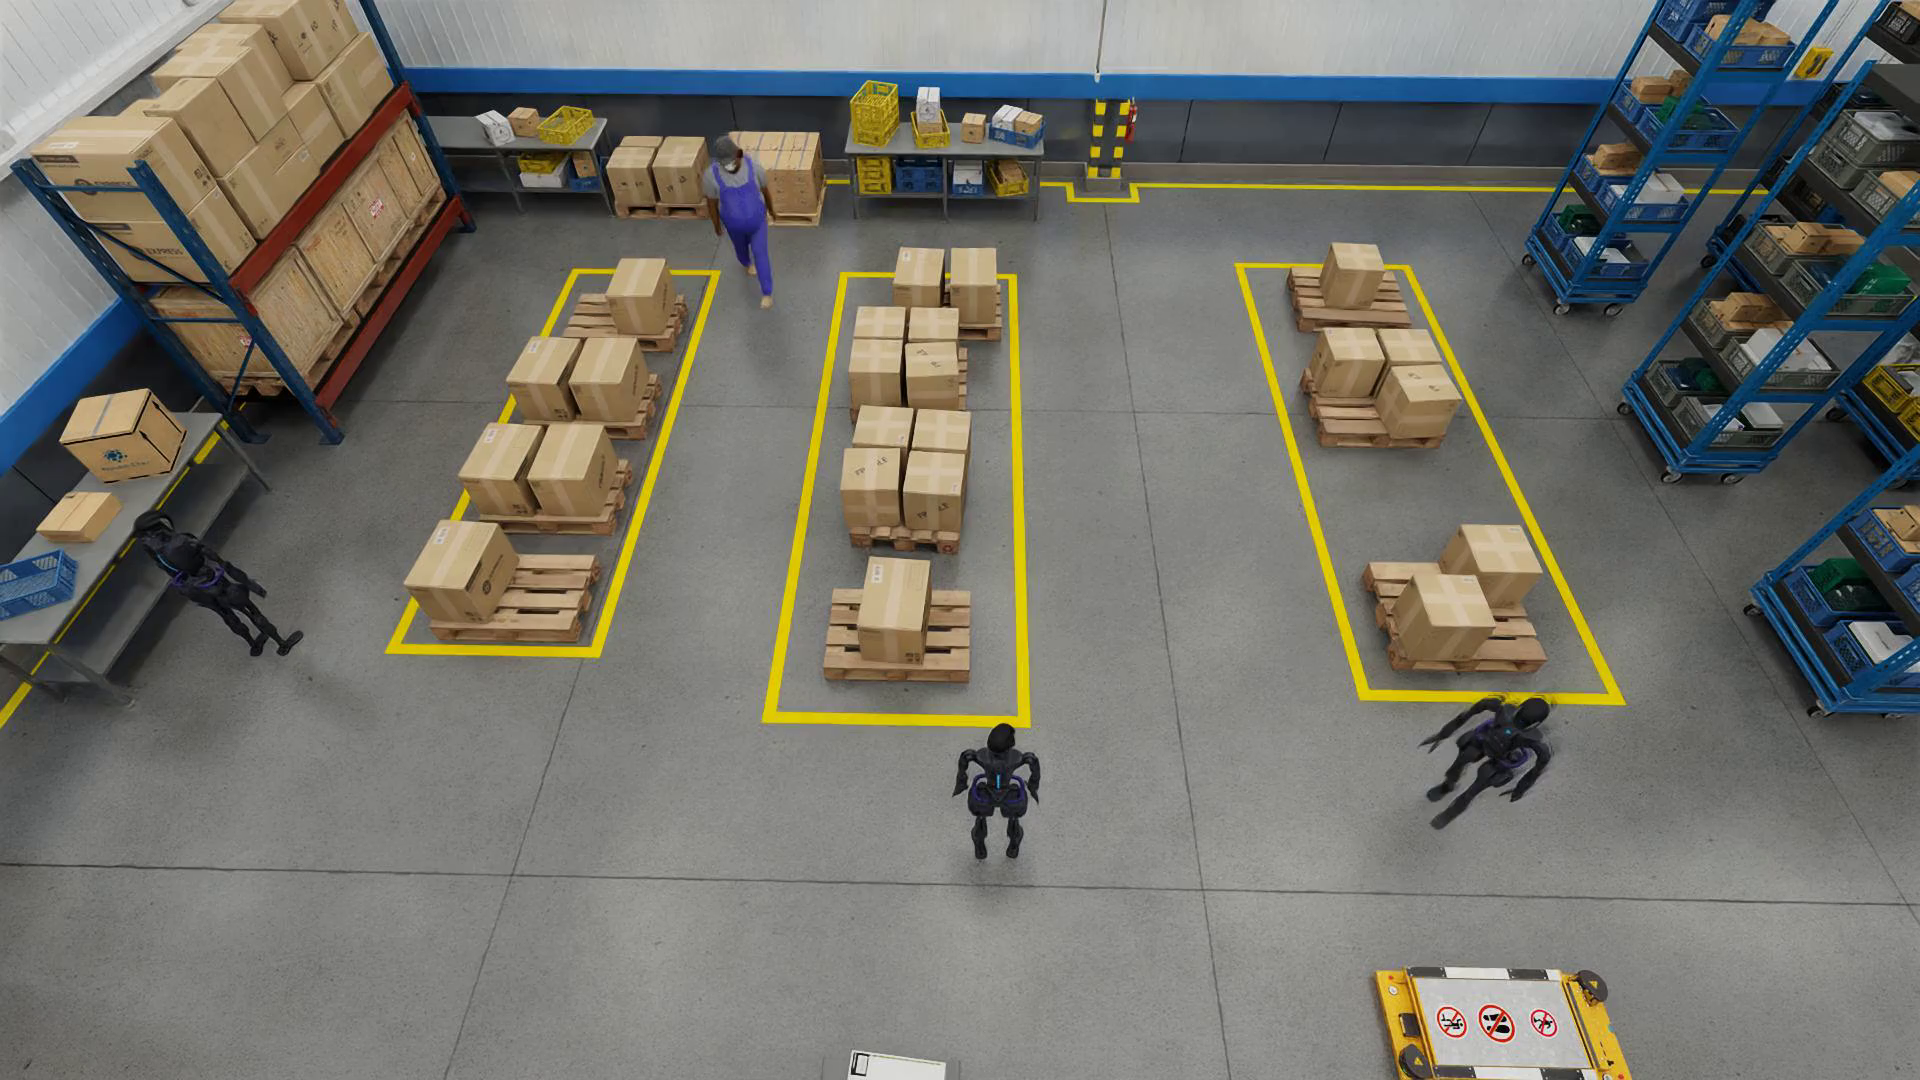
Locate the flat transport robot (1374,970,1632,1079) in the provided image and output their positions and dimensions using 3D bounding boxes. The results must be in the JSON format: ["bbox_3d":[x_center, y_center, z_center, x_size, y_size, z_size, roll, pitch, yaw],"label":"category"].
[{"bbox_3d":[3.501,3.133,5.914,1.431,0.197,0.652,1,51,1],"label":"flat transport robot"}]

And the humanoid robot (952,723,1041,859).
[{"bbox_3d":[0.244,1.703,6.181,0.603,1.654,0.318,3,51,2],"label":"humanoid robot"}]

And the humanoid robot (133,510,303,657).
[{"bbox_3d":[-5.930,0.357,7.278,0.603,1.654,0.318,3,51,2],"label":"humanoid robot"}]

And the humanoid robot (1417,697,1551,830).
[{"bbox_3d":[3.604,1.515,6.345,0.585,1.634,0.621,-21,54,-16],"label":"humanoid robot"}]

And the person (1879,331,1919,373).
[{"bbox_3d":[9.865,-2.226,9.260,0.573,1.882,0.361,3,51,2],"label":"person"}]

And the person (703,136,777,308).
[{"bbox_3d":[-2.469,-3.746,10.397,0.731,2.000,0.981,-10,52,-8],"label":"person"}]
